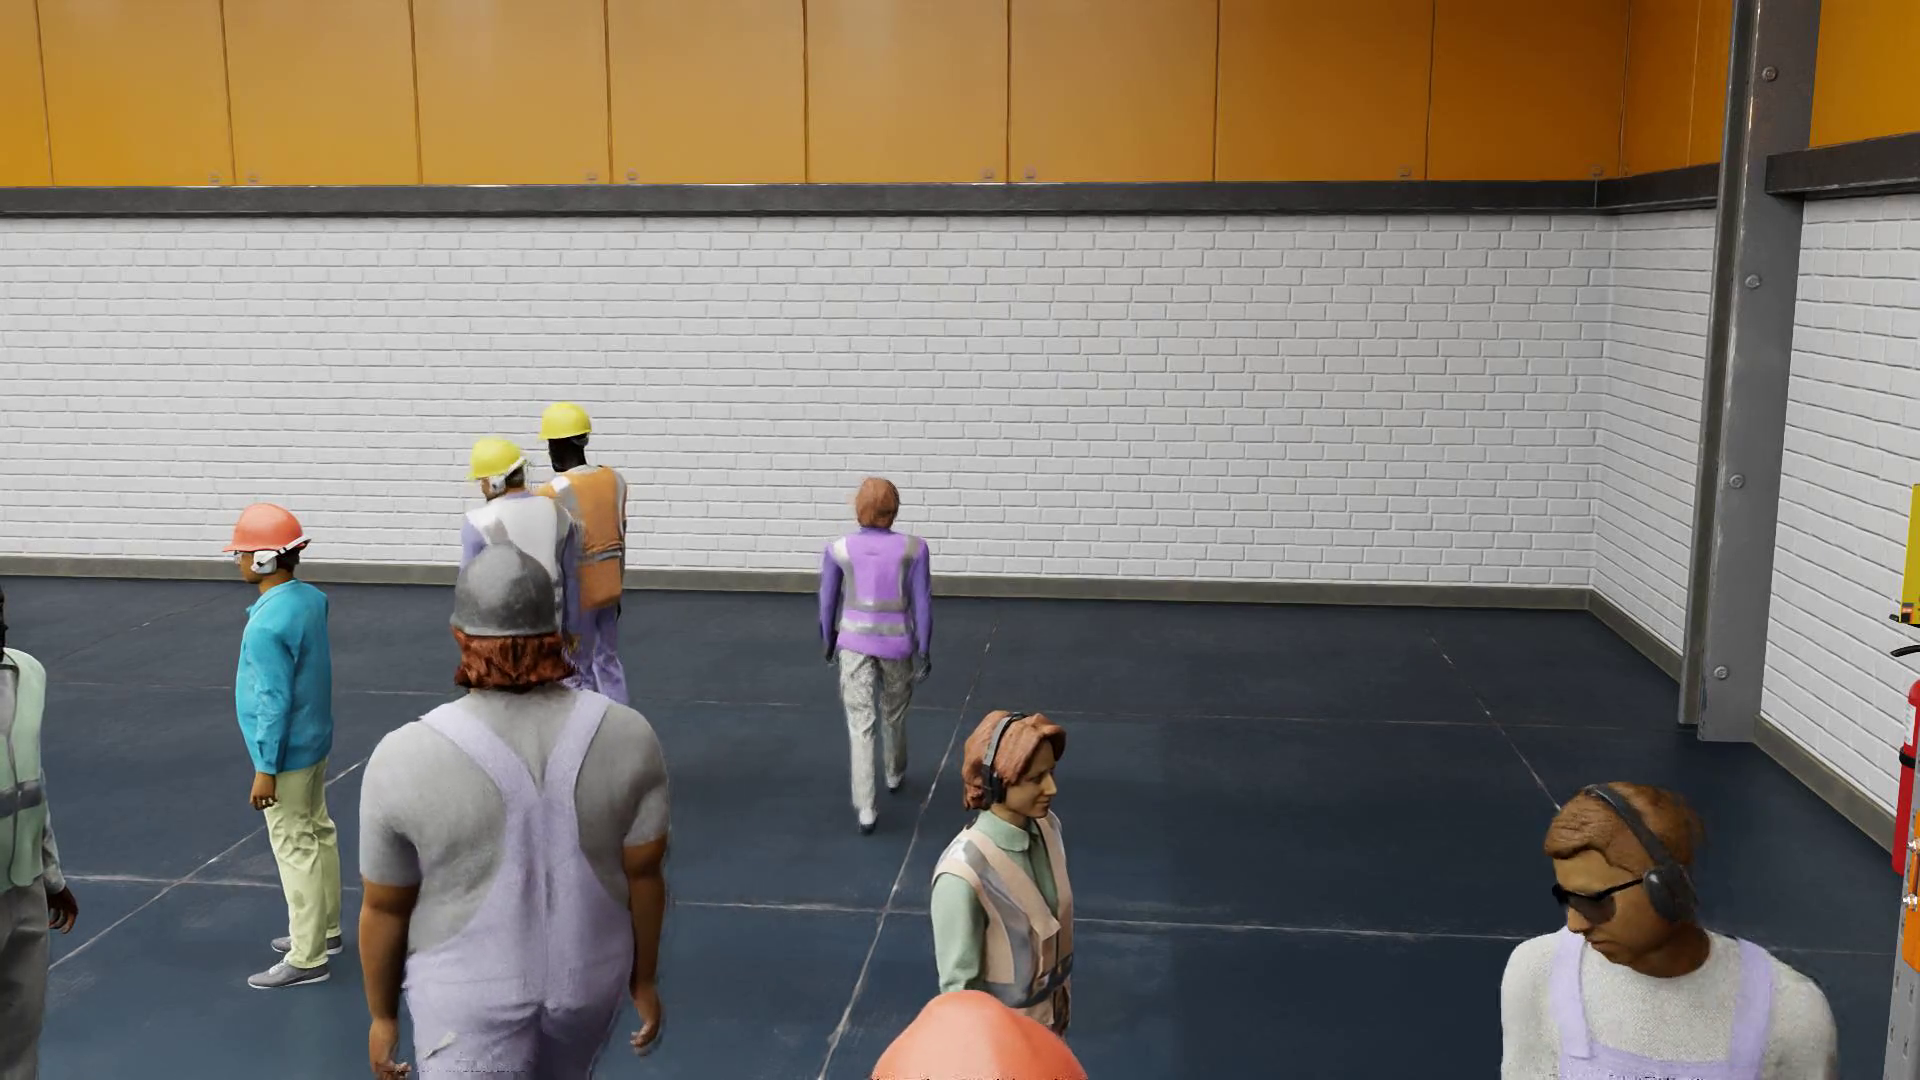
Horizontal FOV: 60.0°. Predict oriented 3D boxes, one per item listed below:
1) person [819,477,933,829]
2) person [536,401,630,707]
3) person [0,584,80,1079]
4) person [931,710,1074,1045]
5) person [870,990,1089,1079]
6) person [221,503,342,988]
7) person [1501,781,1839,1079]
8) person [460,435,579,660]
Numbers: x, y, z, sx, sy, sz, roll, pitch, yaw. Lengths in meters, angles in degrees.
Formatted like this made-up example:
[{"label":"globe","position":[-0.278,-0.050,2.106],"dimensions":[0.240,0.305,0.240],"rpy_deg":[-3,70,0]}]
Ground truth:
[{"label":"person","position":[-0.398,0.498,7.826],"dimensions":[0.536,1.586,0.856],"rpy_deg":[0,10,0]},{"label":"person","position":[-1.872,0.276,8.195],"dimensions":[0.394,1.921,0.589],"rpy_deg":[6,11,30]},{"label":"person","position":[-2.566,0.948,4.335],"dimensions":[0.375,1.917,0.598],"rpy_deg":[1,10,7]},{"label":"person","position":[0.098,1.183,3.790],"dimensions":[0.310,1.638,0.523],"rpy_deg":[5,11,26]},{"label":"person","position":[0.030,1.399,1.723],"dimensions":[0.543,1.928,0.379],"rpy_deg":[-5,11,-27]},{"label":"person","position":[-2.452,0.734,6.030],"dimensions":[0.329,1.751,0.569],"rpy_deg":[-1,10,-6]},{"label":"person","position":[1.214,1.272,2.827],"dimensions":[0.611,1.807,0.439],"rpy_deg":[5,11,27]},{"label":"person","position":[-2.026,0.404,7.777],"dimensions":[0.580,1.808,0.614],"rpy_deg":[8,13,39]}]
